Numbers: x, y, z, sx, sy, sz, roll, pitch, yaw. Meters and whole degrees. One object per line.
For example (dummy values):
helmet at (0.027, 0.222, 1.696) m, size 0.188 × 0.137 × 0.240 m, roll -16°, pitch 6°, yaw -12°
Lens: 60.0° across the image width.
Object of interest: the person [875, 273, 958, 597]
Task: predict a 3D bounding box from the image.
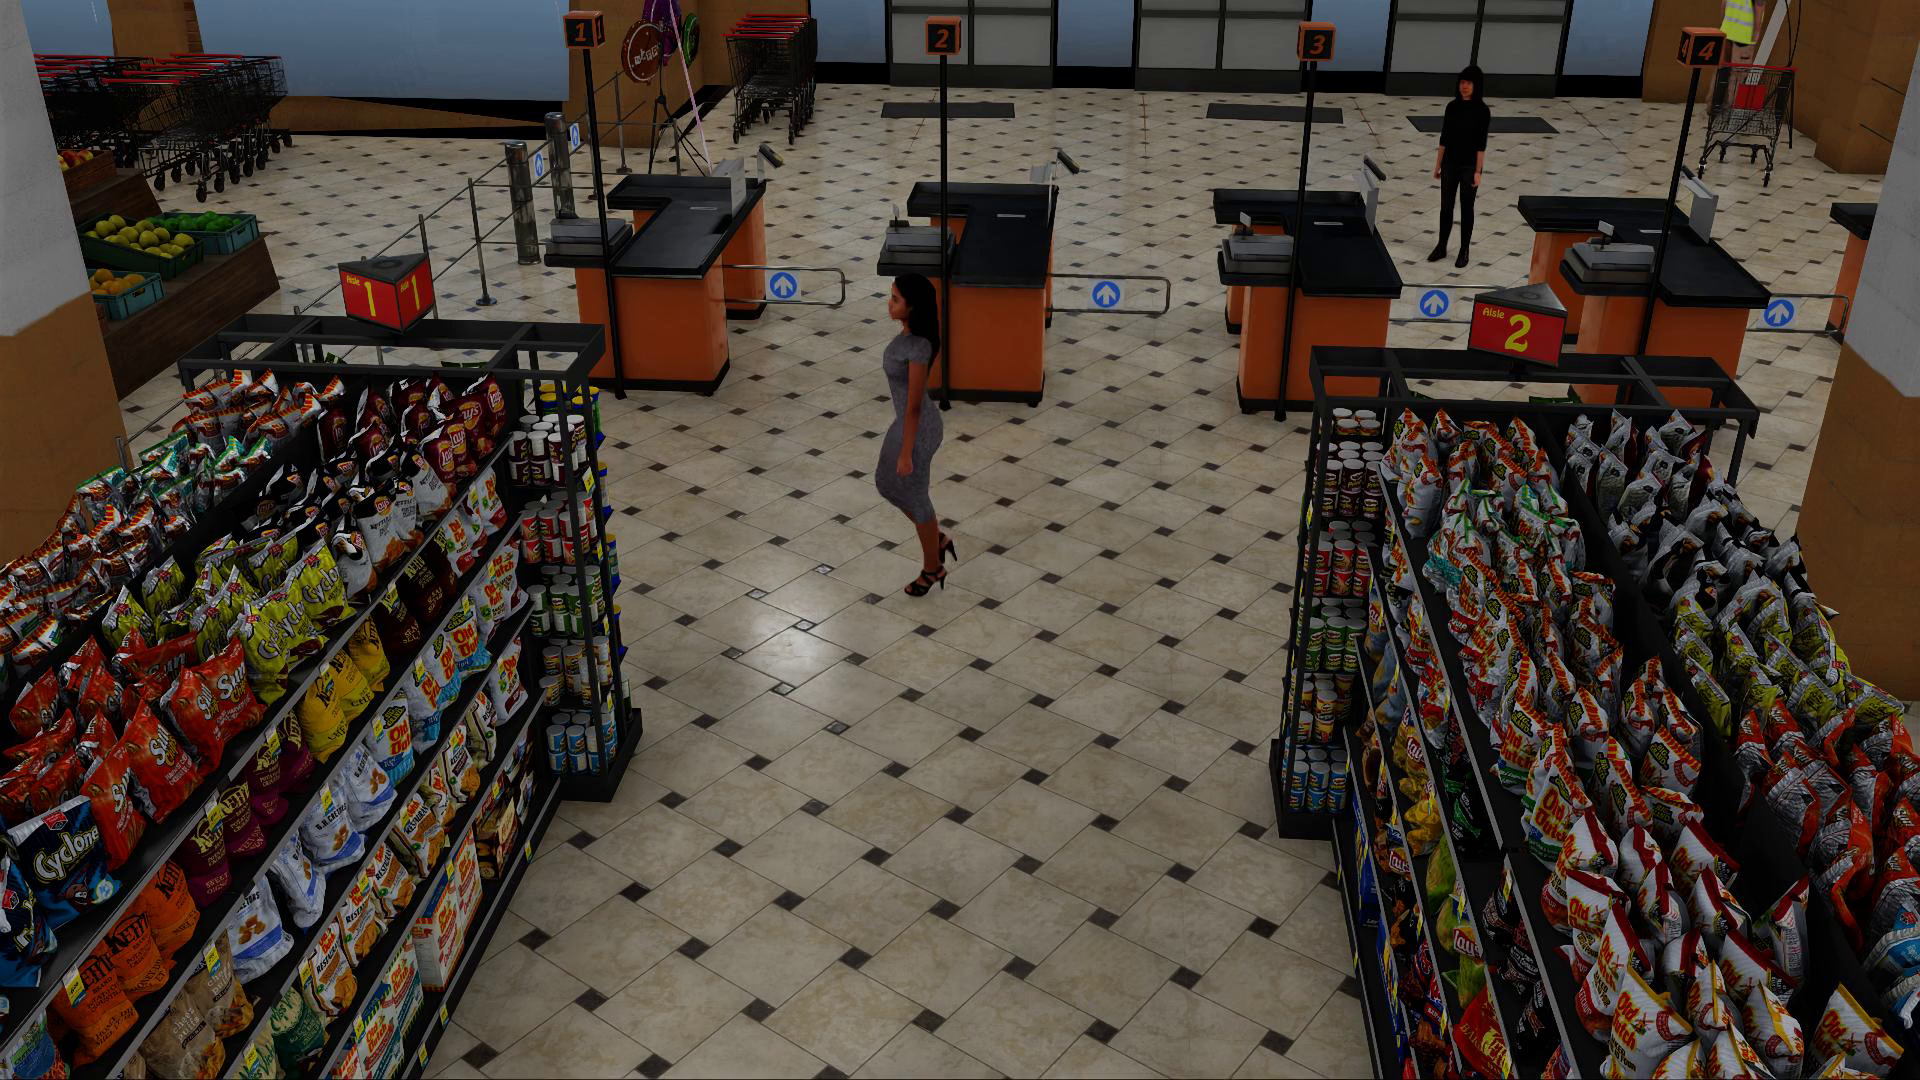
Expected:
person at (-0.136, -0.514, 8.533) m, size 0.722 × 1.768 × 0.645 m, roll -3°, pitch 27°, yaw -5°

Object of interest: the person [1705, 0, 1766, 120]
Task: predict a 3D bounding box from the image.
person at (8.743, -5.675, 18.627) m, size 0.892 × 1.844 × 0.801 m, roll -11°, pitch 29°, yaw -21°

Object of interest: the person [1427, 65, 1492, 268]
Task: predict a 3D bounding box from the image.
person at (4.160, -3.102, 13.781) m, size 0.644 × 1.638 × 0.675 m, roll 21°, pitch 33°, yaw 35°
